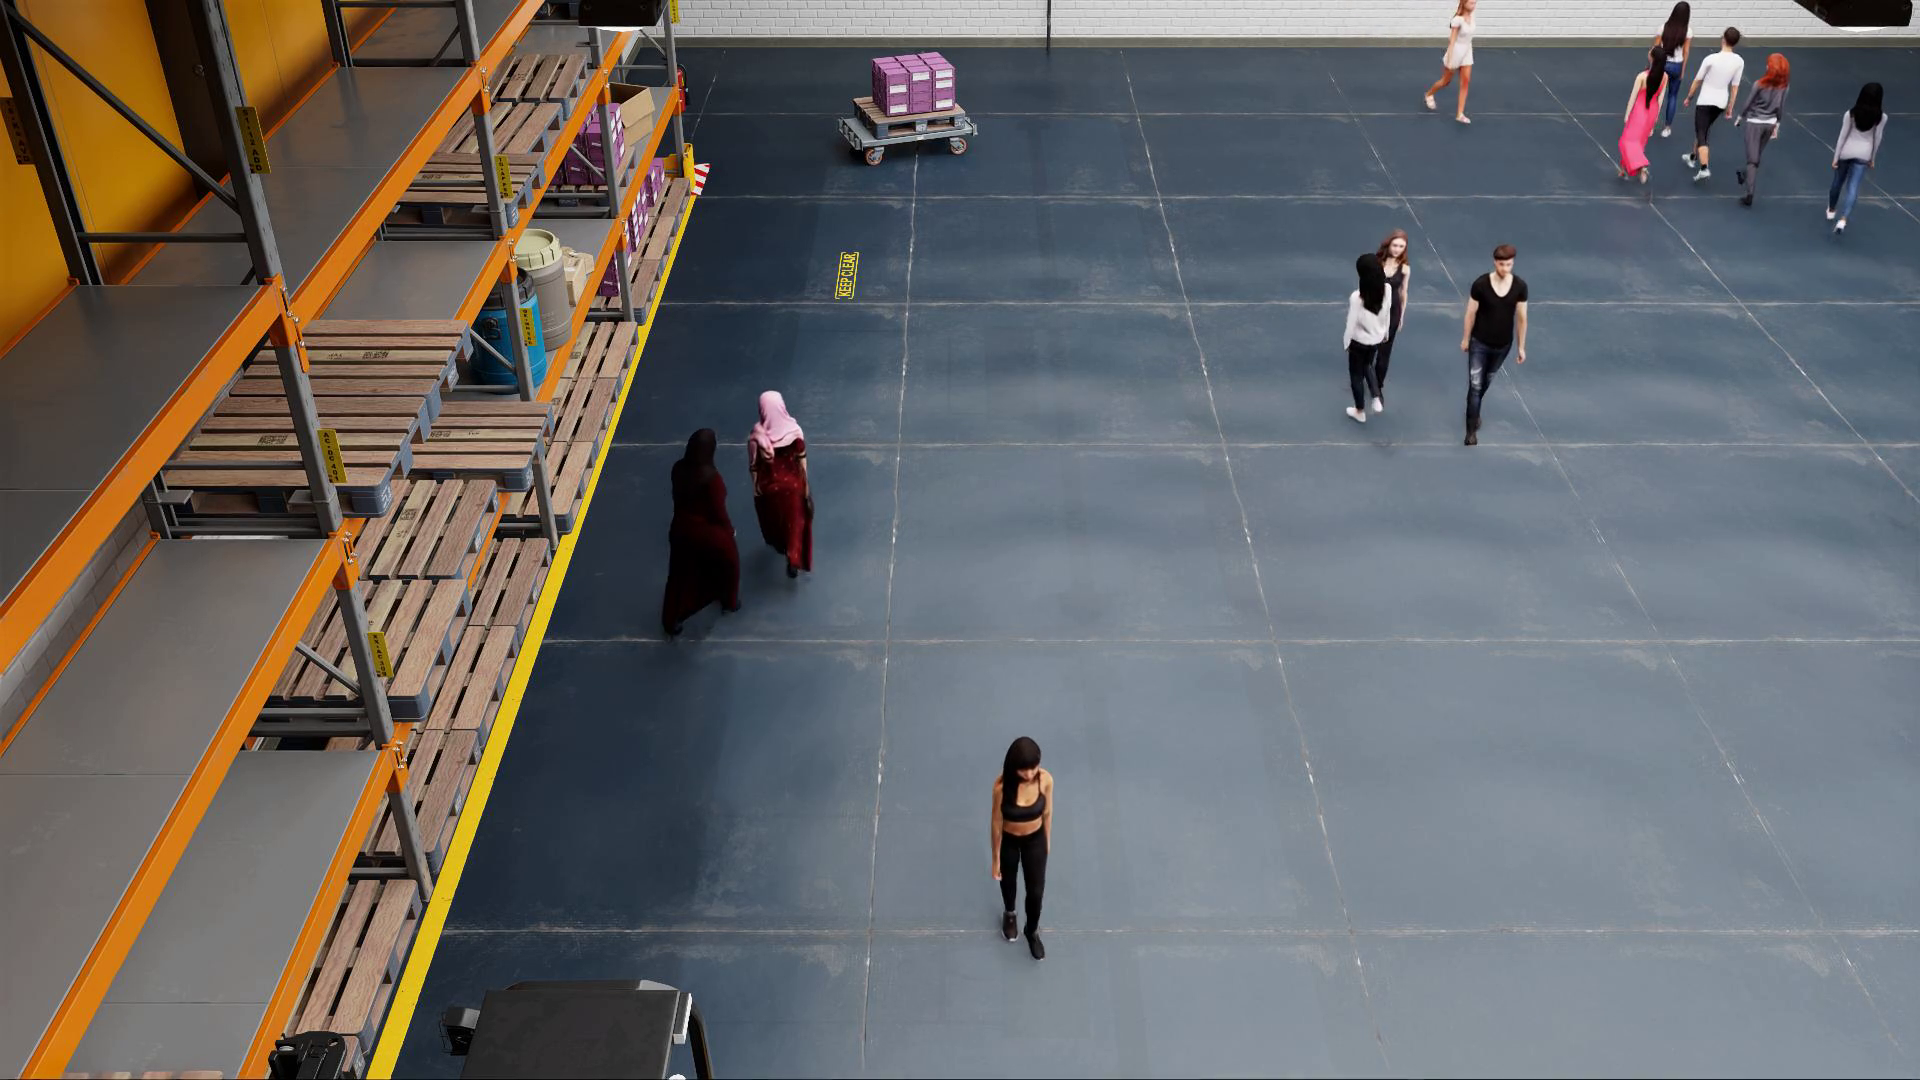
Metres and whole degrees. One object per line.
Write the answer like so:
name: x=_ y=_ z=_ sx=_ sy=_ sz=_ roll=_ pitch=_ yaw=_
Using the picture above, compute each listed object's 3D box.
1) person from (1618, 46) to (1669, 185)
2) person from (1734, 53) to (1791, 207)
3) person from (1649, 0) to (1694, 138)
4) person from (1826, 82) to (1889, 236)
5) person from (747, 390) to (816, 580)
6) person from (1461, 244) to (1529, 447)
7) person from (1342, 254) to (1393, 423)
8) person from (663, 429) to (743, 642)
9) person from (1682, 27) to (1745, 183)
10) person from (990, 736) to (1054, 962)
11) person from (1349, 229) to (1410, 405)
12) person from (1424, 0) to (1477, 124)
person: x=8.310 y=-5.094 z=20.167 sx=0.692 sy=1.705 sz=1.004 roll=-5 pitch=34 yaw=-7
person: x=9.513 y=-4.829 z=19.751 sx=0.571 sy=1.723 sz=1.092 roll=0 pitch=34 yaw=0
person: x=9.181 y=-6.095 z=21.614 sx=0.701 sy=1.770 sz=0.716 roll=16 pitch=37 yaw=23
person: x=10.237 y=-4.331 z=19.024 sx=0.943 sy=1.699 sz=1.242 roll=14 pitch=36 yaw=20
person: x=-1.416 y=-0.428 z=13.231 sx=0.720 sy=1.612 sz=1.032 roll=-4 pitch=34 yaw=-6
person: x=4.823 y=-1.840 z=15.137 sx=0.773 sy=1.855 sz=1.166 roll=3 pitch=34 yaw=5
person: x=3.760 y=-1.790 z=15.217 sx=0.774 sy=1.681 sz=0.805 roll=-13 pitch=36 yaw=-18
person: x=-1.985 y=0.031 z=12.462 sx=0.952 sy=1.698 sz=1.049 roll=18 pitch=38 yaw=25
person: x=9.233 y=-5.308 z=20.383 sx=0.668 sy=1.822 sz=1.198 roll=-2 pitch=34 yaw=-2
person: x=0.336 y=1.744 z=9.951 sx=0.566 sy=1.625 sz=0.689 roll=-3 pitch=34 yaw=-4
person: x=3.976 y=-2.174 z=15.765 sx=0.717 sy=1.715 sz=0.891 roll=12 pitch=35 yaw=17
person: x=6.631 y=-6.499 z=22.314 sx=0.927 sy=1.667 sz=1.167 roll=-16 pitch=37 yaw=-23
